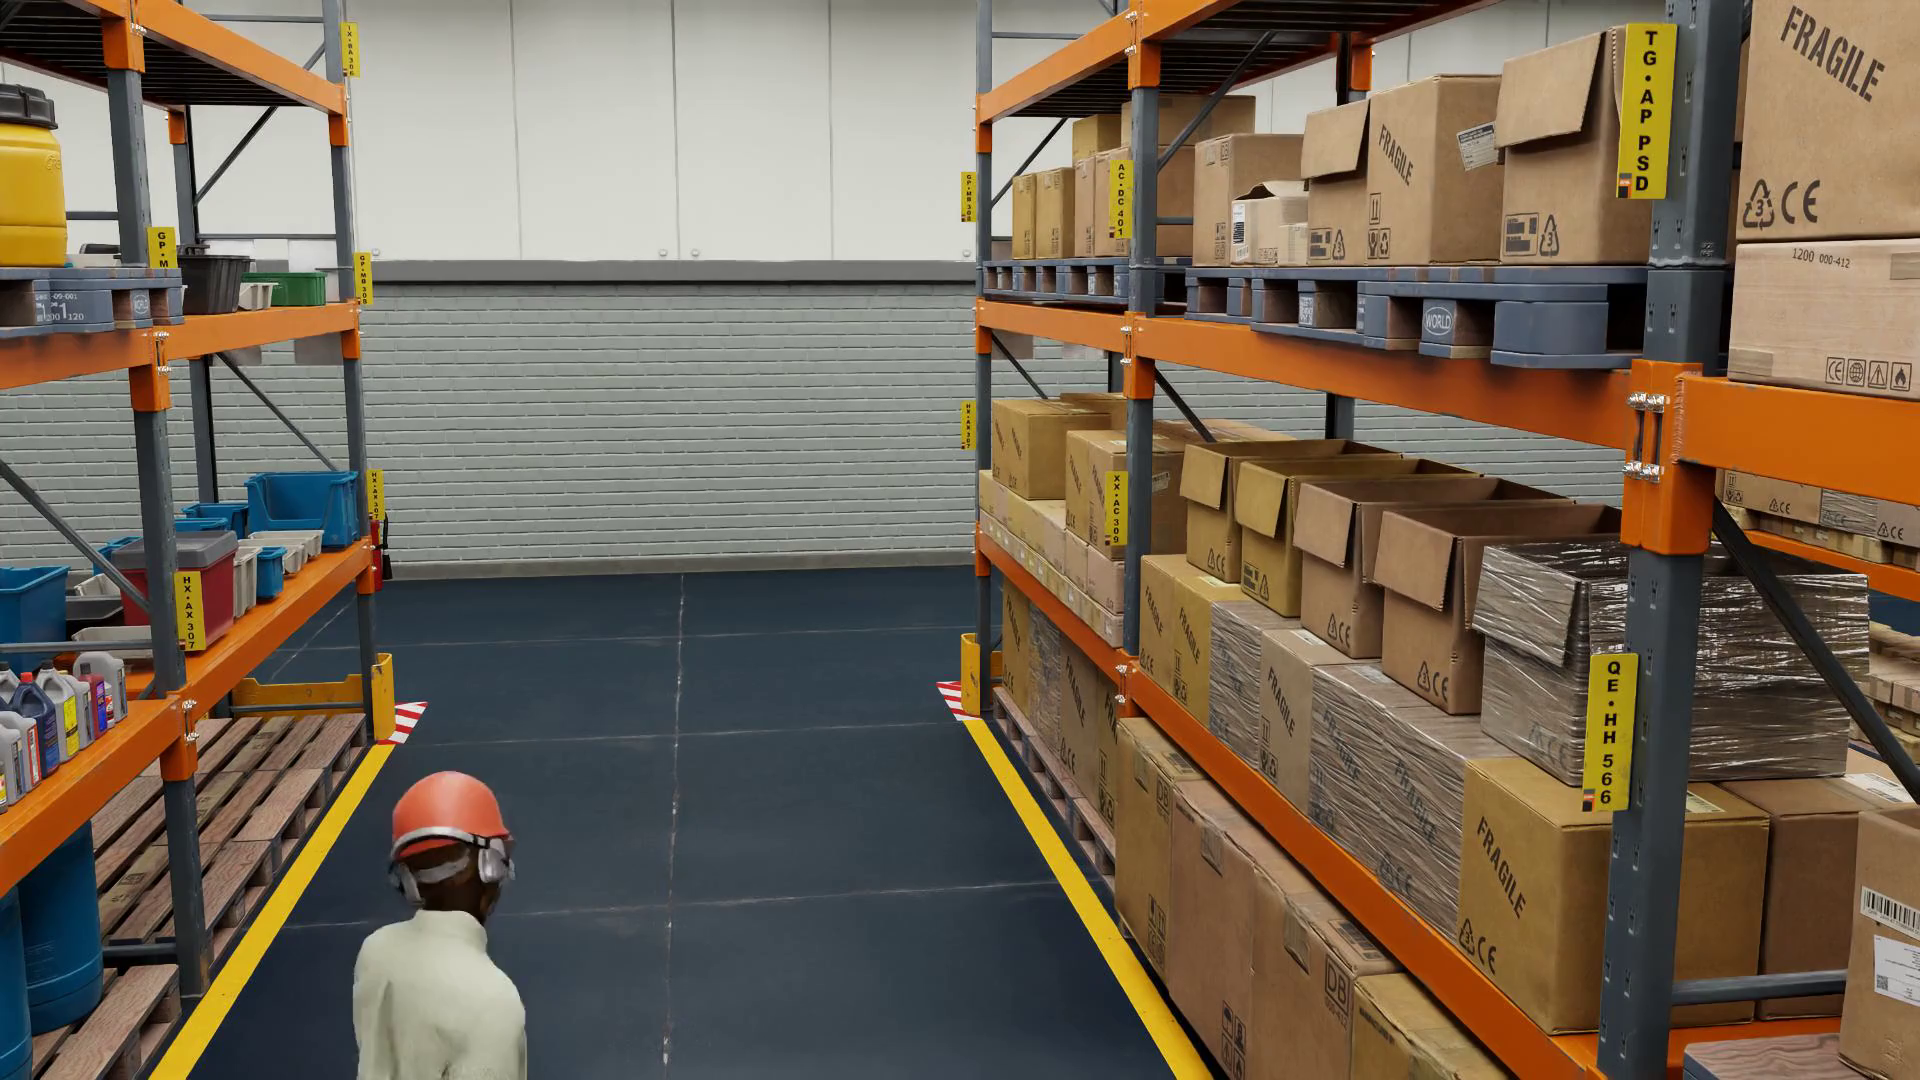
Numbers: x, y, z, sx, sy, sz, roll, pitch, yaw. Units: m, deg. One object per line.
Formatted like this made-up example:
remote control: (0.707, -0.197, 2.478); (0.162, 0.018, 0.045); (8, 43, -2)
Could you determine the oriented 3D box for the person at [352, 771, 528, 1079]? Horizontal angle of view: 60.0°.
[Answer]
person: (-1.104, 1.488, 3.609); (0.514, 1.946, 0.659); (-9, 13, -44)
